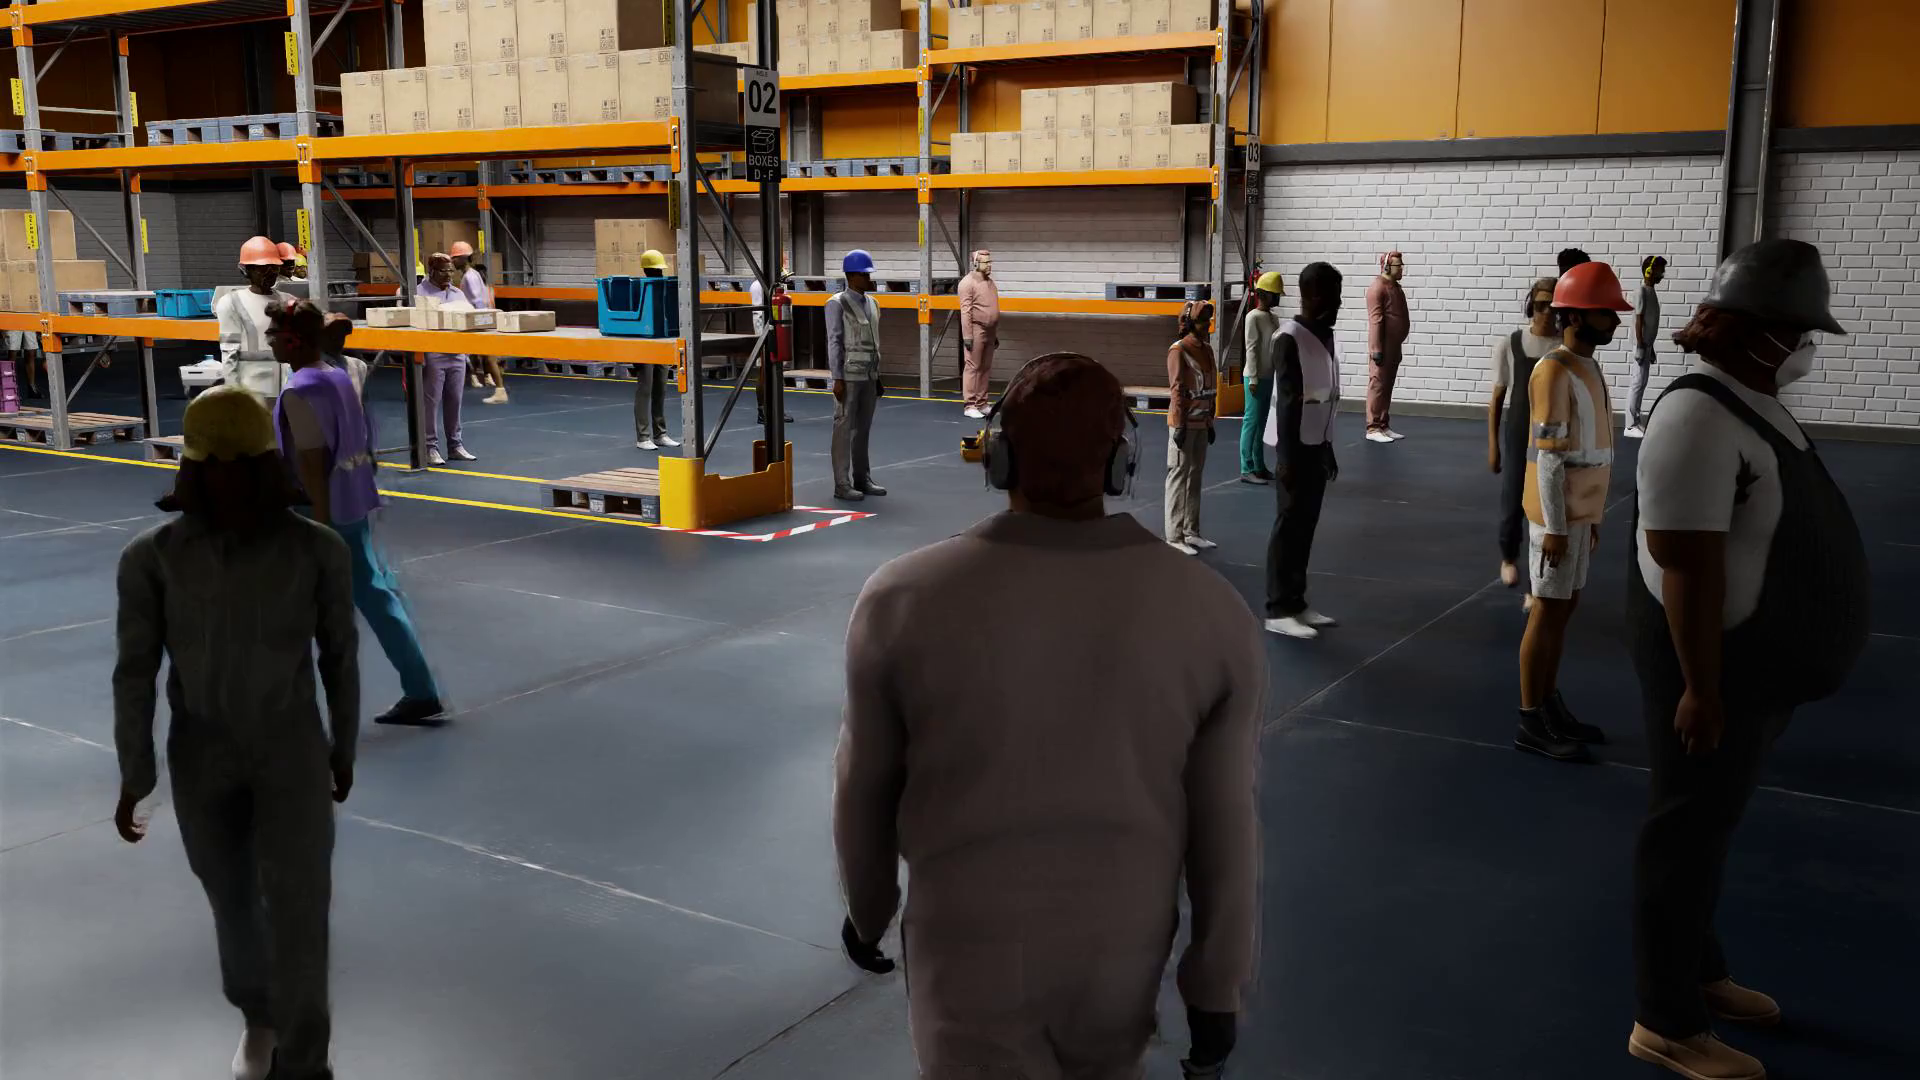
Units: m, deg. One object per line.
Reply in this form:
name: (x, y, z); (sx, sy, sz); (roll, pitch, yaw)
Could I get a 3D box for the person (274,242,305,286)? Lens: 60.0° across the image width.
person: (-6.914, -2.054, 17.141); (0.377, 1.995, 0.608); (6, 12, 32)

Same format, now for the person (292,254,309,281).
person: (-9.197, -3.074, 23.242); (0.403, 1.833, 0.586); (6, 12, 32)

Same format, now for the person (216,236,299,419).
person: (-4.645, -1.004, 11.191); (0.374, 2.044, 0.606); (6, 12, 32)

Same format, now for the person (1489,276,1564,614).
person: (3.179, -0.529, 9.151); (0.514, 1.830, 0.555); (3, 11, 15)

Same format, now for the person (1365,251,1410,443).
person: (4.324, -1.946, 16.789); (0.409, 1.909, 0.640); (6, 12, 32)

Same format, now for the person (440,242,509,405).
person: (-6.036, -2.625, 20.304); (0.999, 1.990, 0.652); (-3, 11, -14)

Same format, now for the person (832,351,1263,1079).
person: (0.125, 0.629, 2.676); (0.640, 1.855, 0.984); (-2, 10, -11)

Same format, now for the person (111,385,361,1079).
person: (-1.604, 0.513, 3.728); (0.503, 1.704, 0.889); (-3, 11, -16)

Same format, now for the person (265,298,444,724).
person: (-2.633, -0.098, 6.875); (0.991, 1.792, 0.580); (0, 10, 3)

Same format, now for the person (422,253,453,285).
person: (-7.820, -3.392, 25.004); (0.403, 1.833, 0.586); (6, 12, 32)

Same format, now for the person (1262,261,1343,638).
person: (1.770, -0.465, 8.582); (0.389, 1.912, 0.604); (6, 12, 31)

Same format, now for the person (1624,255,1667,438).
person: (7.063, -1.984, 17.120); (0.329, 1.865, 0.508); (6, 12, 32)

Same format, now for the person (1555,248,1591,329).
person: (4.941, -1.411, 13.673); (0.368, 1.960, 0.602); (6, 12, 32)

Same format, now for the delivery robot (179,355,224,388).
delivery robot: (-9.576, -2.122, 21.247); (0.707, 0.478, 0.477); (0, 10, -2)

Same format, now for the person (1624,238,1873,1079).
person: (1.919, 0.281, 4.074); (0.537, 2.000, 0.679); (6, 12, 32)

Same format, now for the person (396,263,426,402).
person: (-6.806, -2.606, 20.854); (0.320, 1.763, 0.522); (6, 12, 32)

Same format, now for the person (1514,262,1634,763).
person: (2.406, -0.112, 6.536); (0.357, 1.938, 0.542); (6, 12, 32)

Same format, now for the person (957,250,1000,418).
person: (0.250, -2.354, 19.049); (0.409, 1.909, 0.640); (6, 12, 32)

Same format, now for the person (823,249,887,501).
person: (-0.813, -1.292, 13.045); (0.386, 1.948, 0.601); (6, 12, 32)

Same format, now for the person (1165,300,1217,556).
person: (1.500, -0.730, 10.788); (0.308, 1.640, 0.510); (6, 12, 32)

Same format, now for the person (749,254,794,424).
person: (-2.053, -2.235, 18.323); (0.366, 1.931, 0.542); (6, 12, 32)

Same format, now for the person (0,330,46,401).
person: (-11.899, -2.730, 21.063); (0.366, 1.931, 0.542); (6, 12, 32)

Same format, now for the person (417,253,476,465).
person: (-4.690, -1.641, 15.110); (0.409, 1.904, 0.640); (6, 12, 32)

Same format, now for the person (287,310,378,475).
person: (-3.491, -0.457, 9.279); (0.308, 1.639, 0.510); (6, 12, 32)

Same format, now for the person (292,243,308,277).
person: (-9.941, -3.512, 25.239); (0.387, 1.989, 0.608); (6, 12, 32)

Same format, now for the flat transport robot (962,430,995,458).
flat transport robot: (0.735, -0.904, 15.546); (1.431, 0.197, 0.652); (0, 10, 0)

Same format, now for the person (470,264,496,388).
person: (-6.581, -2.940, 22.879); (0.319, 1.696, 0.532); (6, 12, 32)

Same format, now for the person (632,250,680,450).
person: (-2.970, -1.842, 16.154); (0.366, 1.927, 0.585); (6, 12, 32)

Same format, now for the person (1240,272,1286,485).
person: (2.539, -1.349, 13.885); (0.320, 1.763, 0.522); (6, 12, 32)
